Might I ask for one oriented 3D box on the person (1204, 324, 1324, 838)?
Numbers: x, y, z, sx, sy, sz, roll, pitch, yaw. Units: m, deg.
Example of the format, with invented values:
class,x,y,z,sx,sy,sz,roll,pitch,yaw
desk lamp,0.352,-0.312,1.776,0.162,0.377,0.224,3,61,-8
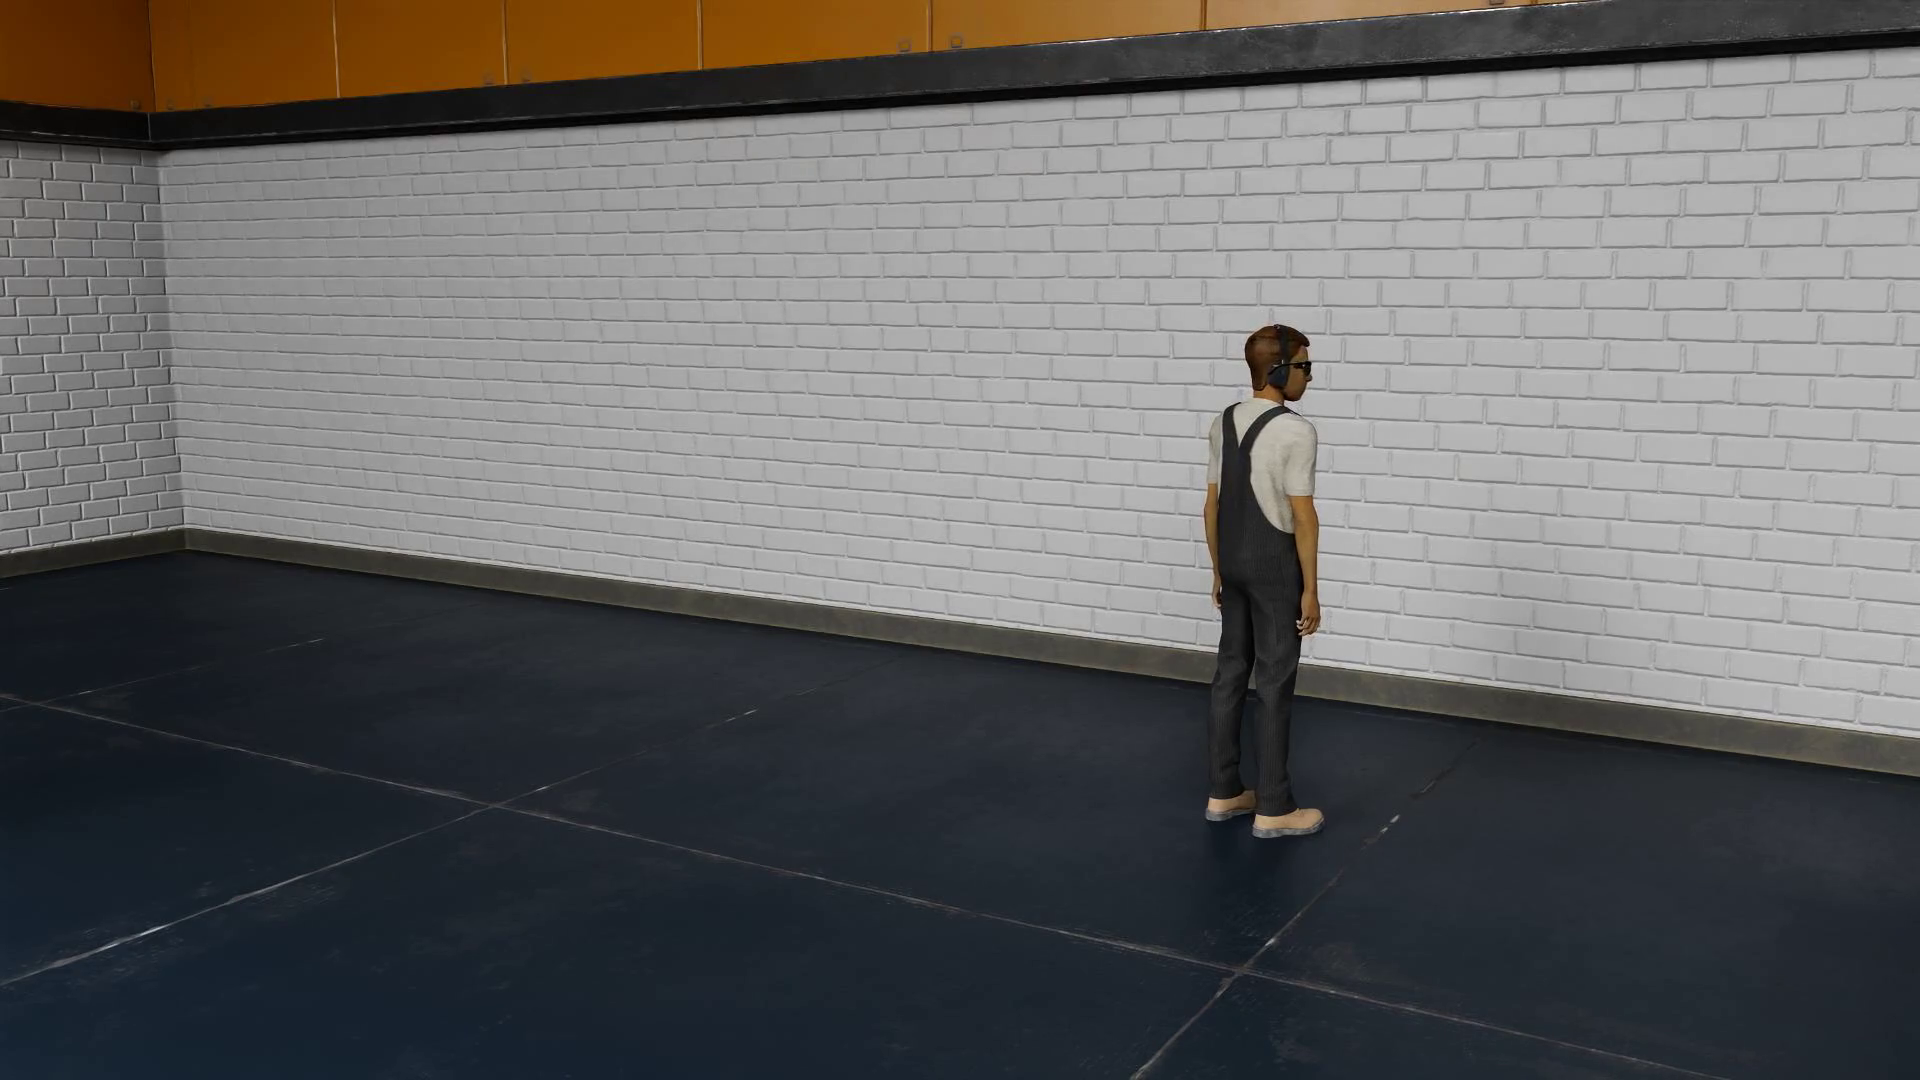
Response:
class,x,y,z,sx,sy,sz,roll,pitch,yaw
person,1.098,0.147,6.022,0.324,1.841,0.517,-6,11,-34
